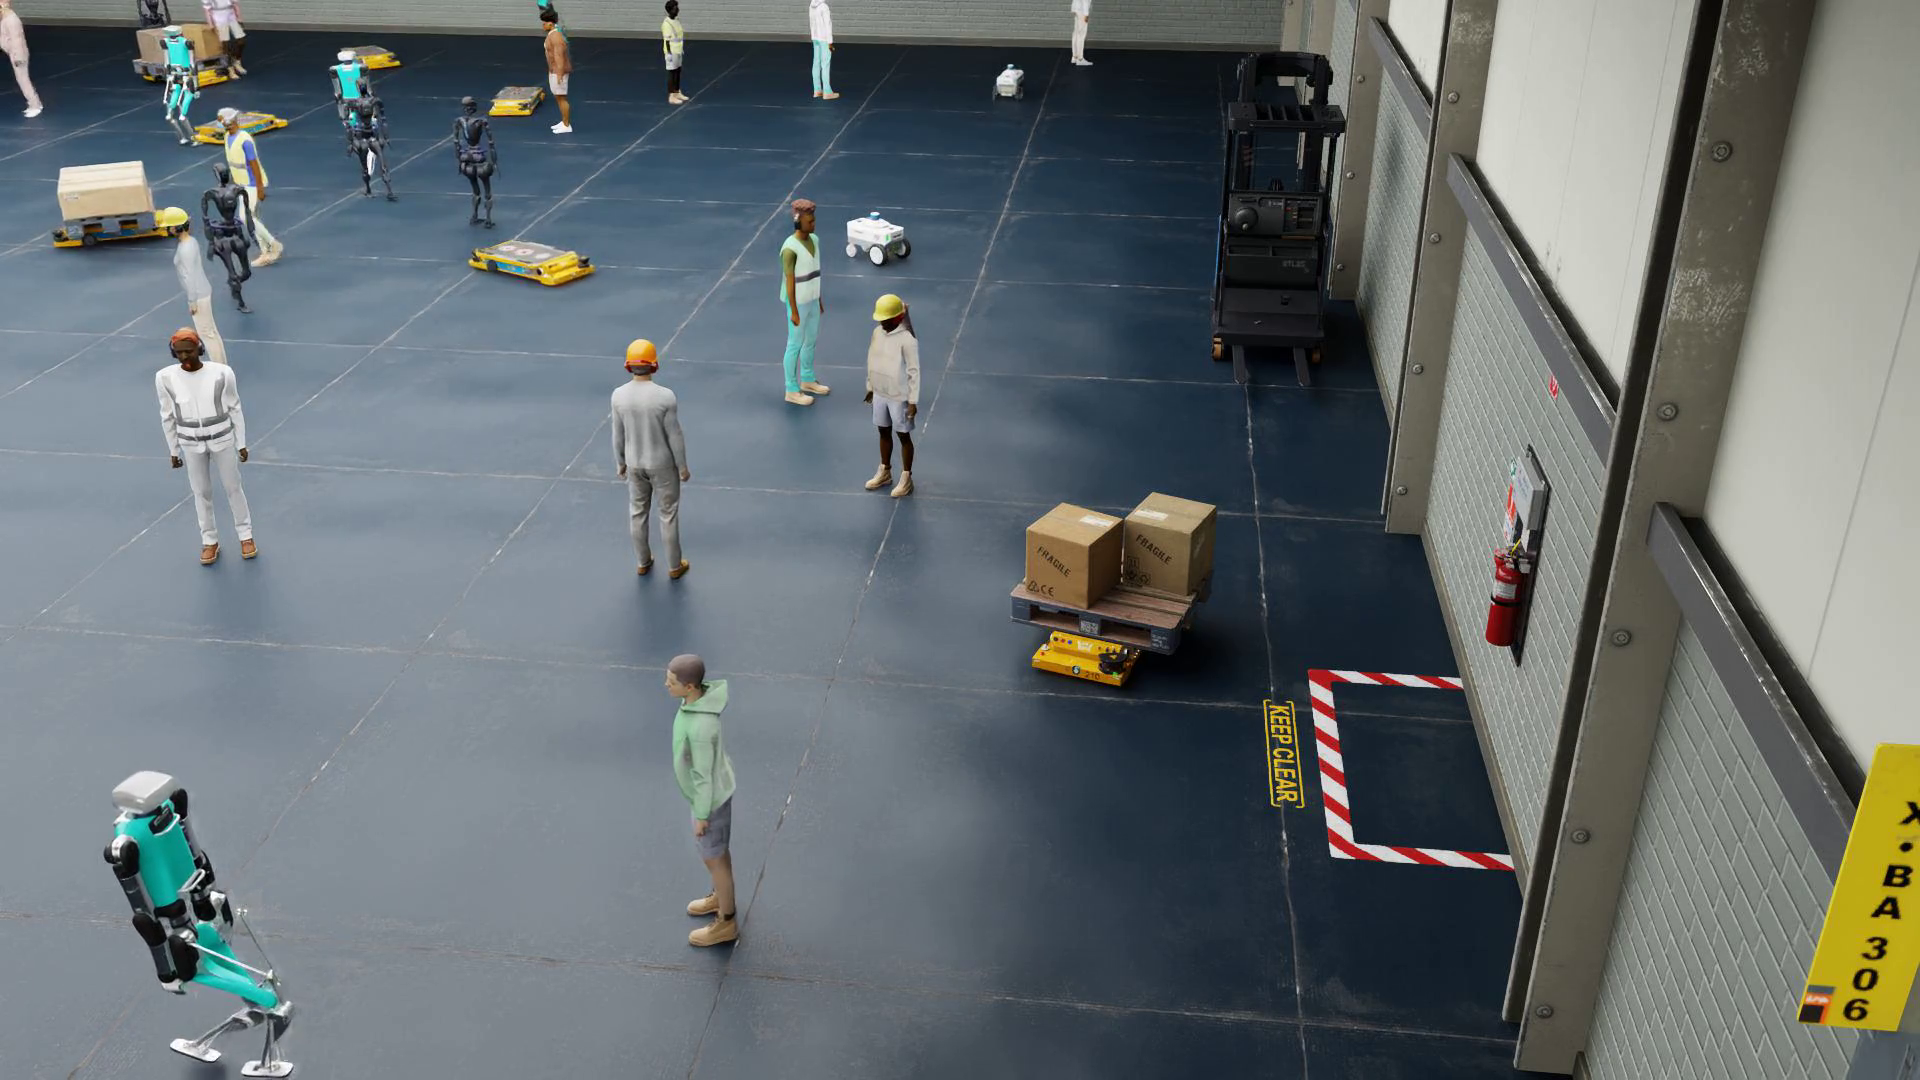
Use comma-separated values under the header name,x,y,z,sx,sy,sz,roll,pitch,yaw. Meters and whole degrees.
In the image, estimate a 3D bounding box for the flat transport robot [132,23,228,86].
name,x,y,z,sx,sy,sz,roll,pitch,yaw
flat transport robot,-13.855,-8.315,29.737,1.431,0.231,0.659,15,30,27

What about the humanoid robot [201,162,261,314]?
name,x,y,z,sx,sy,sz,roll,pitch,yaw
humanoid robot,-8.061,-3.344,18.251,0.591,1.633,0.586,21,34,36

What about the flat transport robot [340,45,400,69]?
name,x,y,z,sx,sy,sz,roll,pitch,yaw
flat transport robot,-11.103,-9.072,31.250,0.659,0.231,1.431,-18,32,-32

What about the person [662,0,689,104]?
name,x,y,z,sx,sy,sz,roll,pitch,yaw
person,-4.798,-8.196,27.913,0.322,1.688,0.528,7,27,13

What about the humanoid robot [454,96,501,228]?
name,x,y,z,sx,sy,sz,roll,pitch,yaw
humanoid robot,-6.136,-4.820,21.183,0.616,1.645,0.367,8,28,15

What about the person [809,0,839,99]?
name,x,y,z,sx,sy,sz,roll,pitch,yaw
person,-2.340,-8.474,28.218,0.384,1.917,0.490,-22,34,-37

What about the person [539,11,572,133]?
name,x,y,z,sx,sy,sz,roll,pitch,yaw
person,-6.276,-7.327,26.010,0.410,1.843,0.799,-10,28,-20

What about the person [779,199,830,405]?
name,x,y,z,sx,sy,sz,roll,pitch,yaw
person,-1.500,-2.268,15.777,0.388,1.970,0.479,13,30,25

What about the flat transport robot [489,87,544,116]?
name,x,y,z,sx,sy,sz,roll,pitch,yaw
flat transport robot,-7.397,-7.330,27.772,0.659,0.231,1.431,-2,27,-3

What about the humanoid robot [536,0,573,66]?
name,x,y,z,sx,sy,sz,roll,pitch,yaw
humanoid robot,-7.466,-9.592,30.778,0.723,1.900,0.541,-20,33,-34

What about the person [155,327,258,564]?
name,x,y,z,sx,sy,sz,roll,pitch,yaw
person,-5.785,-0.728,12.792,0.573,1.882,0.356,-9,28,-17

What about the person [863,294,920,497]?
name,x,y,z,sx,sy,sz,roll,pitch,yaw
person,-0.550,-1.226,13.922,0.542,1.759,0.411,19,32,34

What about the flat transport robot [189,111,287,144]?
name,x,y,z,sx,sy,sz,roll,pitch,yaw
flat transport robot,-11.284,-6.447,26.009,0.659,0.231,1.431,9,28,17

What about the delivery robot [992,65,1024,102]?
name,x,y,z,sx,sy,sz,roll,pitch,yaw
delivery robot,0.851,-7.777,28.361,0.499,0.610,0.788,6,27,12

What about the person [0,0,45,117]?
name,x,y,z,sx,sy,sz,roll,pitch,yaw
person,-15.304,-7.844,27.023,0.422,1.877,0.685,-13,30,-25

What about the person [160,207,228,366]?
name,x,y,z,sx,sy,sz,roll,pitch,yaw
person,-7.478,-2.385,16.240,0.334,1.756,0.516,-9,28,-18

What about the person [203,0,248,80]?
name,x,y,z,sx,sy,sz,roll,pitch,yaw
person,-13.093,-9.258,29.651,0.439,2.028,0.672,20,33,35

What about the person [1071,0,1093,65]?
name,x,y,z,sx,sy,sz,roll,pitch,yaw
person,2.249,-9.805,30.918,0.400,1.879,0.499,-7,27,-13

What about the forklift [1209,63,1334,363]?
name,x,y,z,sx,sy,sz,roll,pitch,yaw
forklift,3.241,-3.477,17.183,1.129,2.768,1.873,3,27,6

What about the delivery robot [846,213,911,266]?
name,x,y,z,sx,sy,sz,roll,pitch,yaw
delivery robot,-1.000,-3.647,20.104,0.774,0.599,0.499,21,33,35

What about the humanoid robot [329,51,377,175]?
name,x,y,z,sx,sy,sz,roll,pitch,yaw
humanoid robot,-8.547,-6.072,23.710,0.549,1.858,0.827,-5,27,-9

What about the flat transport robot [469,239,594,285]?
name,x,y,z,sx,sy,sz,roll,pitch,yaw
flat transport robot,-5.090,-3.299,19.724,1.431,0.231,0.659,17,31,30

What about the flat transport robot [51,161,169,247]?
name,x,y,z,sx,sy,sz,roll,pitch,yaw
flat transport robot,-10.649,-3.937,20.999,1.431,0.231,0.659,-12,29,-22

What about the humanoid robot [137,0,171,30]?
name,x,y,z,sx,sy,sz,roll,pitch,yaw
humanoid robot,-14.637,-9.380,30.287,0.329,1.663,0.585,22,34,36

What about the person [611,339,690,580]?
name,x,y,z,sx,sy,sz,roll,pitch,yaw
person,-2.325,-0.597,12.527,0.568,1.889,0.388,5,27,10

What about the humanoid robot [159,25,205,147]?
name,x,y,z,sx,sy,sz,roll,pitch,yaw
humanoid robot,-11.777,-6.795,25.003,0.534,1.743,0.718,4,27,8

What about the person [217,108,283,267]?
name,x,y,z,sx,sy,sz,roll,pitch,yaw
person,-8.435,-4.159,19.654,0.526,1.866,0.468,22,34,36

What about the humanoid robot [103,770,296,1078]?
name,x,y,z,sx,sy,sz,roll,pitch,yaw
humanoid robot,-3.451,1.866,7.758,0.964,1.736,0.541,2,27,4

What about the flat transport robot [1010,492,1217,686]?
name,x,y,z,sx,sy,sz,roll,pitch,yaw
flat transport robot,1.082,0.580,11.981,0.659,0.231,1.431,11,29,21

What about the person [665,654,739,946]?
name,x,y,z,sx,sy,sz,roll,pitch,yaw
person,-1.341,1.361,8.789,0.318,1.736,0.479,-5,27,-10

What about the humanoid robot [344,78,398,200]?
name,x,y,z,sx,sy,sz,roll,pitch,yaw
humanoid robot,-7.924,-5.365,22.304,0.609,1.627,0.727,-19,32,-33
